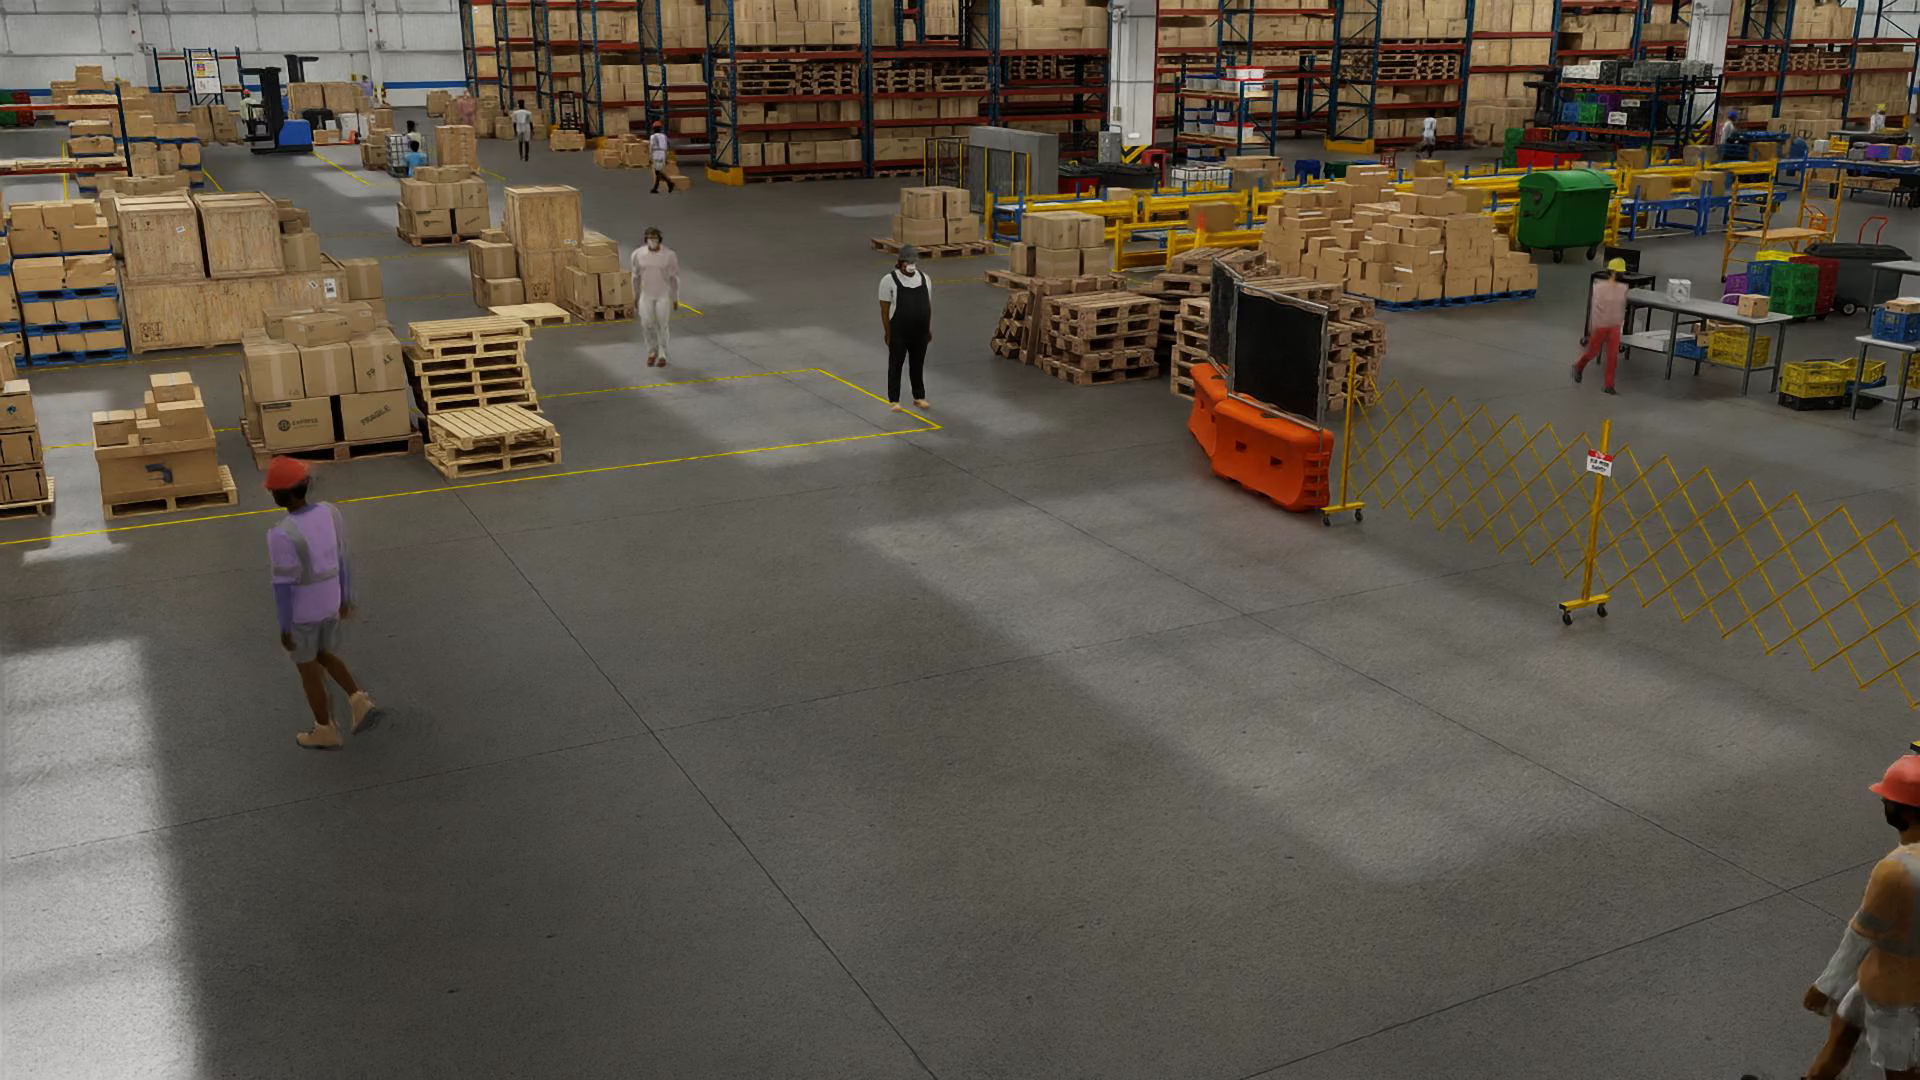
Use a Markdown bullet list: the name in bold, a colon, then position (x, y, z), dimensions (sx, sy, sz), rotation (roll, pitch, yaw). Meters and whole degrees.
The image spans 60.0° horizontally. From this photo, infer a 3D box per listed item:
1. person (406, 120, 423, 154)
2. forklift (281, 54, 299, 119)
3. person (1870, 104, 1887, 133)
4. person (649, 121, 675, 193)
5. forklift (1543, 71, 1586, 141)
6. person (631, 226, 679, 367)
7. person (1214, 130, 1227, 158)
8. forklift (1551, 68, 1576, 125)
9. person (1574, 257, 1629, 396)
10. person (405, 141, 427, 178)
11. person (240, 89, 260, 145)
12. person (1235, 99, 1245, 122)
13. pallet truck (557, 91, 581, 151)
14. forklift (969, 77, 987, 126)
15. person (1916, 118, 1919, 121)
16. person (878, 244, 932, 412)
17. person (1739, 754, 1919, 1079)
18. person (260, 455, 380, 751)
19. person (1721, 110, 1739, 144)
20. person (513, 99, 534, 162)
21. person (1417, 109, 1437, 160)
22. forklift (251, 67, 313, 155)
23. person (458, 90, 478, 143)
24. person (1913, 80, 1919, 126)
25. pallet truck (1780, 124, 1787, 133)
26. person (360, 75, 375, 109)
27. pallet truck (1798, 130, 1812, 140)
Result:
- **person**: position (-14.432, -10.123, 43.972), dimensions (0.449, 1.907, 0.595), rotation (2, 18, 8)
- **forklift**: position (-28.241, -19.163, 70.575), dimensions (1.873, 2.768, 1.129), rotation (-9, 20, -26)
- **person**: position (29.402, -13.033, 53.231), dimensions (0.617, 1.781, 0.925), rotation (-7, 19, -20)
- **person**: position (-7.871, -10.087, 43.892), dimensions (0.807, 1.892, 0.607), rotation (12, 21, 33)
- **forklift**: position (18.685, -13.231, 52.085), dimensions (1.873, 2.768, 1.129), rotation (-9, 20, -26)
- **person**: position (-4.145, -3.293, 22.641), dimensions (0.660, 1.921, 0.545), rotation (-1, 18, -2)
- **person**: position (8.048, -12.265, 51.038), dimensions (0.536, 1.657, 0.856), rotation (12, 21, 32)
- **forklift**: position (19.871, -14.160, 54.979), dimensions (1.873, 2.768, 1.129), rotation (-9, 20, -26)
- **person**: position (8.249, -2.769, 21.296), dimensions (0.527, 1.744, 0.726), rotation (-3, 18, -9)
- **person**: position (-13.171, -8.822, 40.318), dimensions (0.543, 1.654, 0.862), rotation (-2, 18, -7)
- **person**: position (-25.300, -15.060, 59.254), dimensions (0.626, 1.968, 0.772), rotation (-2, 18, -7)
- **person**: position (11.281, -17.411, 66.692), dimensions (0.403, 1.904, 0.637), rotation (-7, 19, -20)
- **pallet truck**: position (-13.495, -14.412, 57.188), dimensions (0.823, 1.965, 1.885), rotation (-3, 18, -9)
- **forklift**: position (0.093, -13.468, 52.821), dimensions (1.873, 2.768, 1.129), rotation (-9, 20, -26)
- **person**: position (40.625, -18.318, 69.526), dimensions (0.886, 1.912, 0.553), rotation (9, 20, 25)
- **person**: position (-0.611, -2.580, 20.231), dimensions (0.683, 2.000, 0.538), rotation (-9, 20, -27)
- **person**: position (3.833, 1.786, 6.876), dimensions (0.563, 1.891, 0.989), rotation (-14, 22, -37)
- **person**: position (-4.214, 0.431, 10.860), dimensions (0.517, 2.026, 0.637), rotation (6, 19, 19)
- **person**: position (22.267, -11.545, 48.423), dimensions (0.960, 1.901, 0.639), rotation (8, 19, 23)
- **person**: position (-13.925, -13.092, 53.145), dimensions (0.602, 1.939, 0.795), rotation (-1, 18, -3)
- **person**: position (14.893, -12.868, 52.906), dimensions (0.528, 1.674, 0.537), rotation (-11, 21, -30)
- **forklift**: position (-22.858, -14.386, 55.683), dimensions (1.873, 2.768, 1.129), rotation (-9, 20, -26)
- **person**: position (-17.850, -15.389, 60.429), dimensions (0.641, 1.885, 0.668), rotation (-10, 20, -29)
- **person**: position (39.861, -18.115, 68.926), dimensions (0.479, 1.885, 0.654), rotation (6, 19, 17)
- **pallet truck**: position (25.206, -12.542, 52.601), dimensions (1.601, 1.201, 0.680), rotation (0, 18, -2)
- **person**: position (-26.029, -19.461, 73.059), dimensions (0.475, 1.909, 0.646), rotation (12, 21, 32)
- **pallet truck**: position (25.526, -11.556, 49.408), dimensions (1.630, 1.274, 0.653), rotation (-9, 20, -26)
